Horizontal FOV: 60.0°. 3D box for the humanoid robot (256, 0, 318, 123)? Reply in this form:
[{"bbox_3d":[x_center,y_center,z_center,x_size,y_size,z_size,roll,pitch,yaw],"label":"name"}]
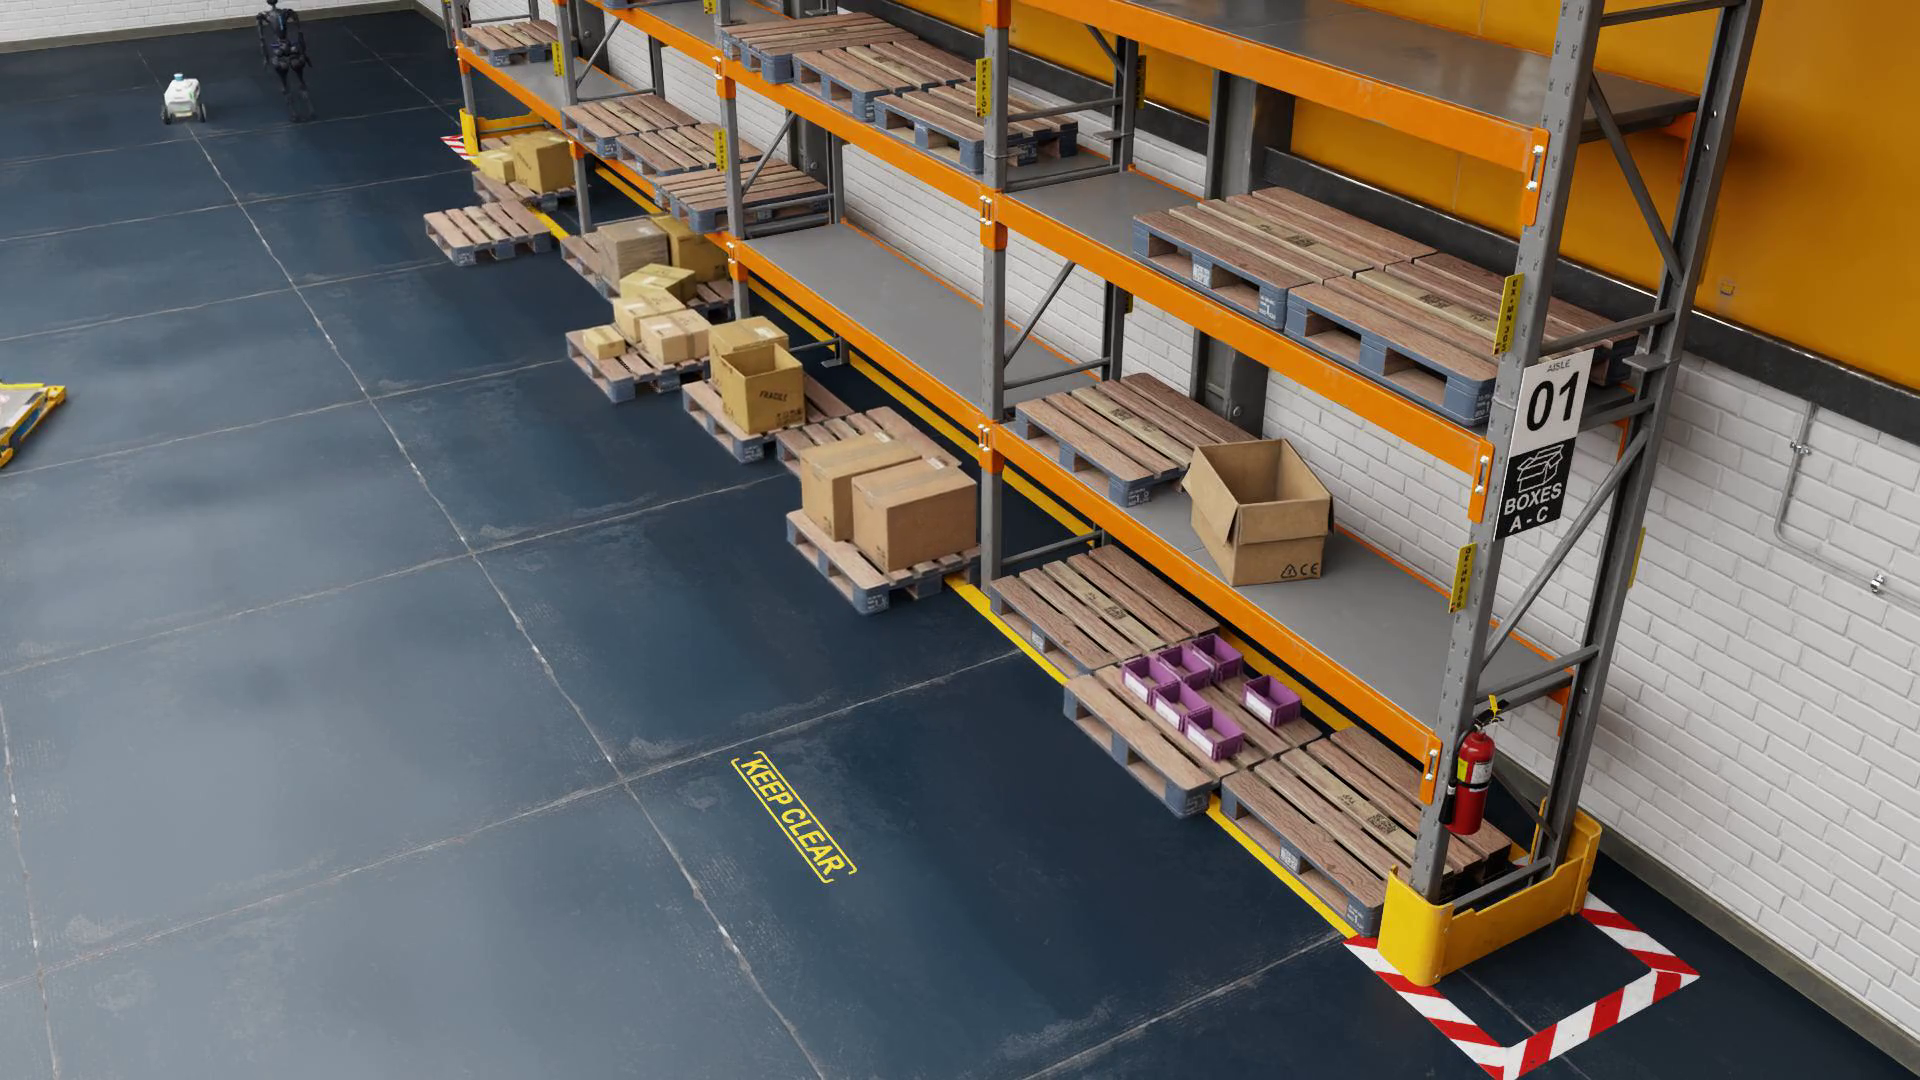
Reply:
[{"bbox_3d":[-8.527,-6.124,21.027,0.616,1.643,0.344,-23,37,-35],"label":"humanoid robot"}]

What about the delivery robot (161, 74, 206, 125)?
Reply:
[{"bbox_3d":[-9.970,-5.681,21.357,0.499,0.580,0.757,-8,30,-13],"label":"delivery robot"}]

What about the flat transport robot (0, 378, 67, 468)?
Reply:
[{"bbox_3d":[-7.744,-0.926,13.267,0.659,0.231,1.431,-3,30,-5],"label":"flat transport robot"}]
